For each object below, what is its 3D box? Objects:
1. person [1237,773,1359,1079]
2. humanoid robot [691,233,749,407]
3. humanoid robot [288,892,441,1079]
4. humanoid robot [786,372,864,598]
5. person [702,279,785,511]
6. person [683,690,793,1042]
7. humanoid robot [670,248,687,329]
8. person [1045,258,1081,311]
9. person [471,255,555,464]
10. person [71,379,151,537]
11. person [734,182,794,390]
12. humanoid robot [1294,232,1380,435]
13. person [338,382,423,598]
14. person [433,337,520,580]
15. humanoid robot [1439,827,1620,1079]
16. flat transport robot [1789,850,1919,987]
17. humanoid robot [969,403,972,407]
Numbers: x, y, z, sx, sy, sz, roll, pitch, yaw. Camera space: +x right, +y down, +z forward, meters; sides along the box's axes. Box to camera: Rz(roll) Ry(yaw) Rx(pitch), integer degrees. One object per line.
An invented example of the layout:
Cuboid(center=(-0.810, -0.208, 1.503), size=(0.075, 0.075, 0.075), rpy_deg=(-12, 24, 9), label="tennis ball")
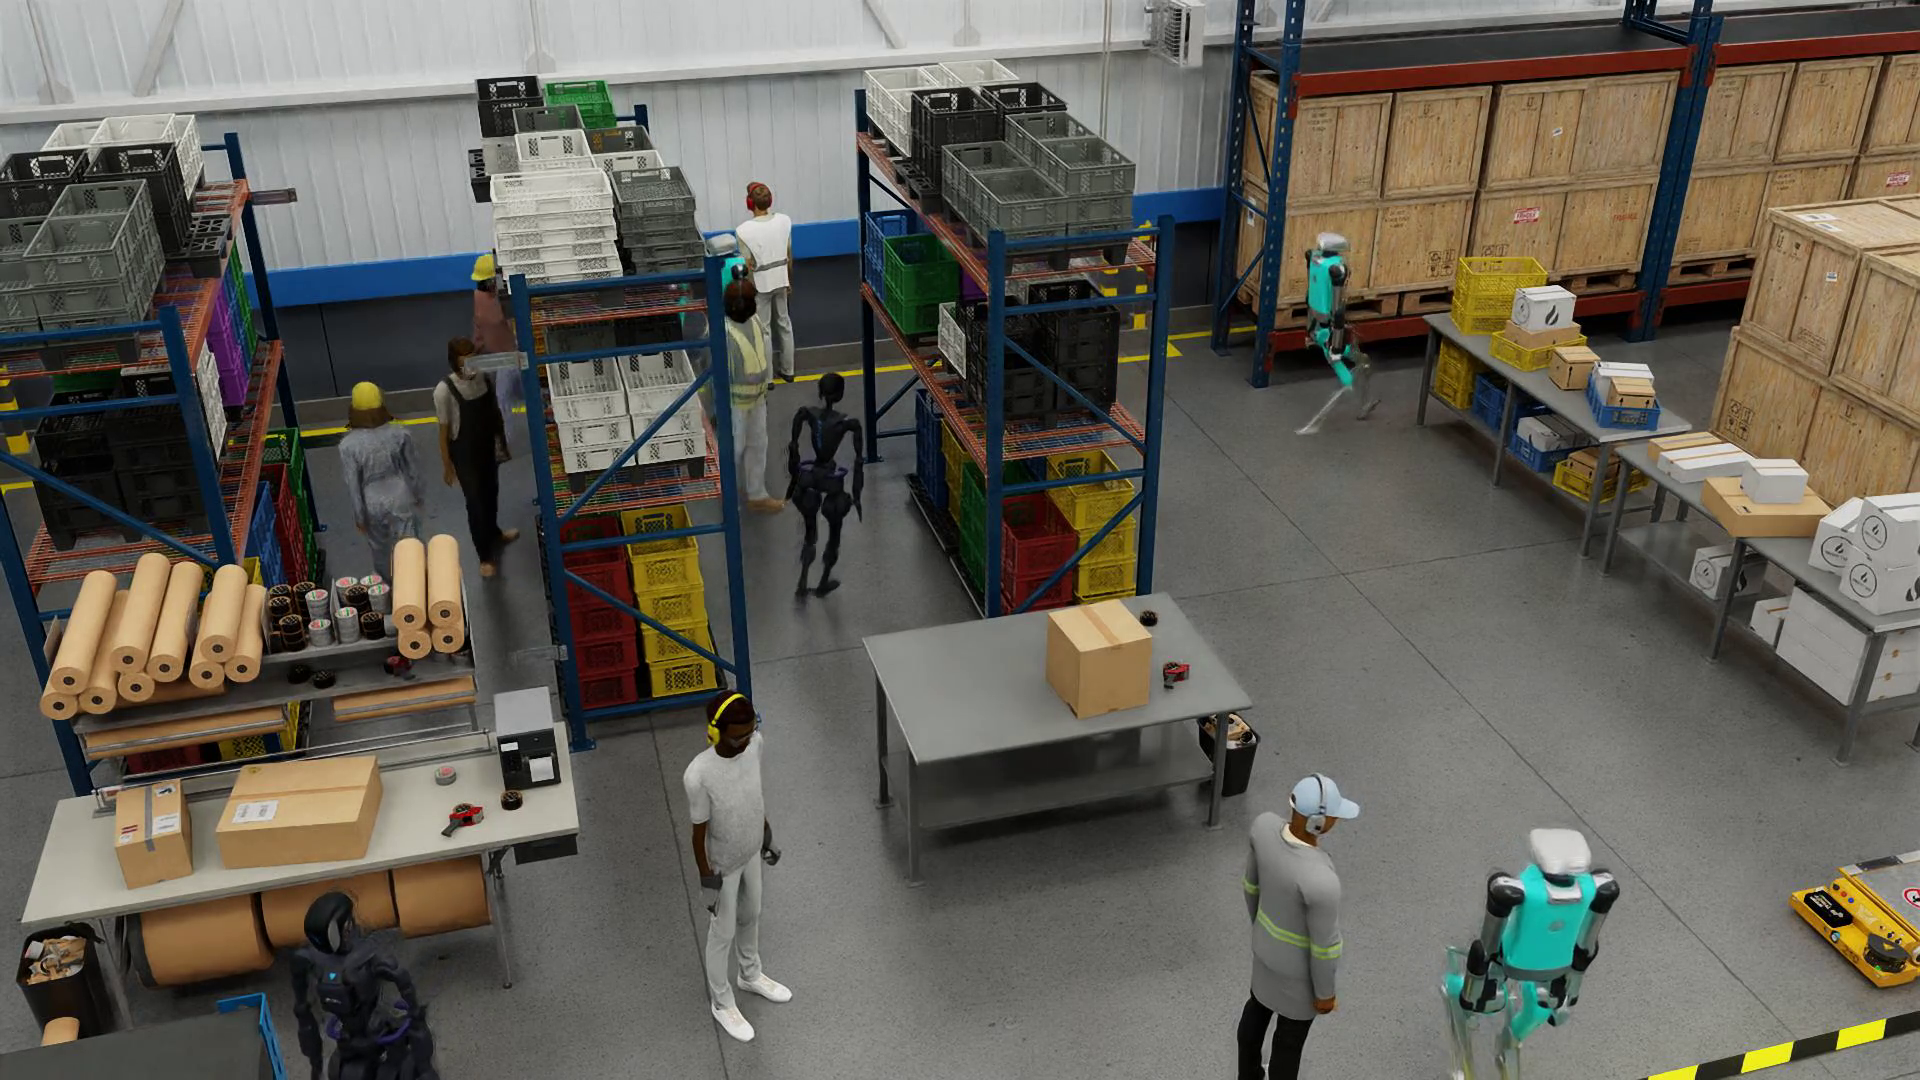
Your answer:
Cuboid(center=(1.466, 1.792, 7.261), size=(0.396, 1.847, 0.587), rpy_deg=(-12, 31, -21), label="person")
Cuboid(center=(-2.057, -1.582, 13.540), size=(0.933, 1.776, 0.544), rpy_deg=(-14, 32, -23), label="humanoid robot")
Cuboid(center=(-2.410, 2.165, 6.769), size=(0.611, 1.652, 0.466), rpy_deg=(4, 29, 8), label="humanoid robot")
Cuboid(center=(-0.944, -0.356, 11.373), size=(0.604, 1.640, 0.418), rpy_deg=(12, 31, 21), label="humanoid robot")
Cuboid(center=(-1.656, -1.046, 12.457), size=(0.571, 1.815, 0.720), rpy_deg=(15, 32, 25), label="person")
Cuboid(center=(-1.035, 1.496, 7.784), size=(0.329, 1.865, 0.511), rpy_deg=(17, 33, 28), label="person")
Cuboid(center=(-2.485, -1.482, 13.278), size=(0.748, 1.723, 0.531), rpy_deg=(-2, 29, -4), label="humanoid robot")
Cuboid(center=(0.828, -2.151, 14.399), size=(0.640, 1.877, 0.639), rpy_deg=(-25, 38, -38), label="person")
Cuboid(center=(-3.635, -1.496, 13.370), size=(0.520, 1.722, 0.897), rpy_deg=(24, 37, 37), label="person")
Cuboid(center=(-6.200, -0.971, 12.104), size=(0.607, 2.039, 0.397), rpy_deg=(-6, 29, -11), label="person")
Cuboid(center=(-1.687, -2.203, 14.531), size=(0.563, 1.846, 0.397), rpy_deg=(-23, 36, -35), label="person")
Cuboid(center=(3.282, -1.718, 13.786), size=(0.970, 1.770, 0.537), rpy_deg=(-9, 30, -16), label="humanoid robot")
Cuboid(center=(-3.839, -0.260, 11.144), size=(0.491, 1.700, 0.833), rpy_deg=(-15, 32, -25), label="person")
Cuboid(center=(-3.391, -0.635, 11.735), size=(0.477, 1.815, 0.684), rpy_deg=(16, 33, 26), label="person")
Cuboid(center=(2.373, 1.869, 7.266), size=(0.540, 1.804, 0.755), rpy_deg=(-2, 29, -4), label="humanoid robot")
Cuboid(center=(5.163, 1.916, 8.676), size=(1.431, 0.231, 0.659), rpy_deg=(-8, 30, -14), label="flat transport robot")
Cuboid(center=(0.286, -1.677, 13.779), size=(0.755, 1.629, 0.600), rpy_deg=(0, 29, 0), label="humanoid robot")
